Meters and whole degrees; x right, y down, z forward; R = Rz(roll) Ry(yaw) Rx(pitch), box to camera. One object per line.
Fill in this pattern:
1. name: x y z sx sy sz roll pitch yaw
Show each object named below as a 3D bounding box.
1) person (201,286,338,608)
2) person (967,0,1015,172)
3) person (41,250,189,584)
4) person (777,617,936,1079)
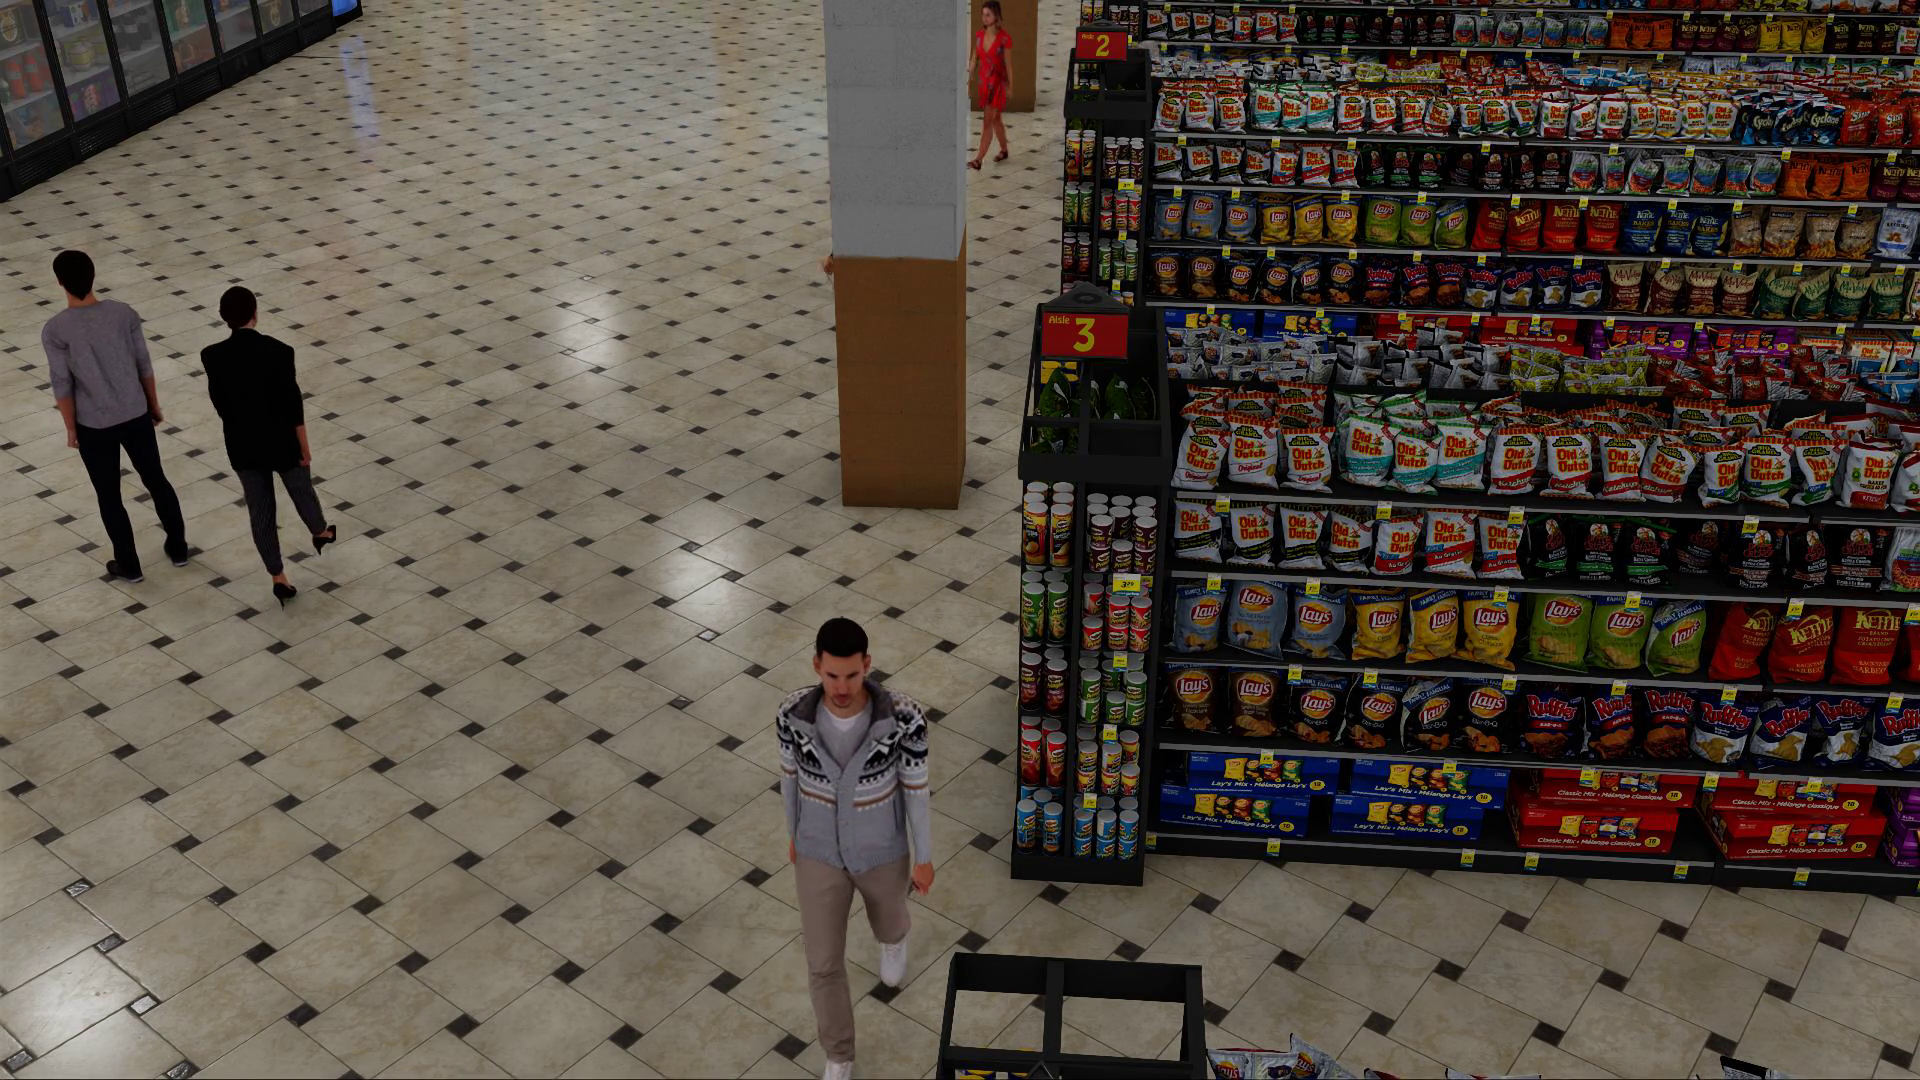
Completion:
1. person: -3.631 -0.436 8.639 0.964 1.692 0.797 -1 29 -2
2. person: 0.365 -4.358 15.963 1.049 1.556 0.991 20 34 32
3. person: -4.523 -0.657 8.887 0.751 1.841 0.724 24 37 37
4. person: -0.356 1.008 5.828 1.049 1.851 0.737 1 29 2
